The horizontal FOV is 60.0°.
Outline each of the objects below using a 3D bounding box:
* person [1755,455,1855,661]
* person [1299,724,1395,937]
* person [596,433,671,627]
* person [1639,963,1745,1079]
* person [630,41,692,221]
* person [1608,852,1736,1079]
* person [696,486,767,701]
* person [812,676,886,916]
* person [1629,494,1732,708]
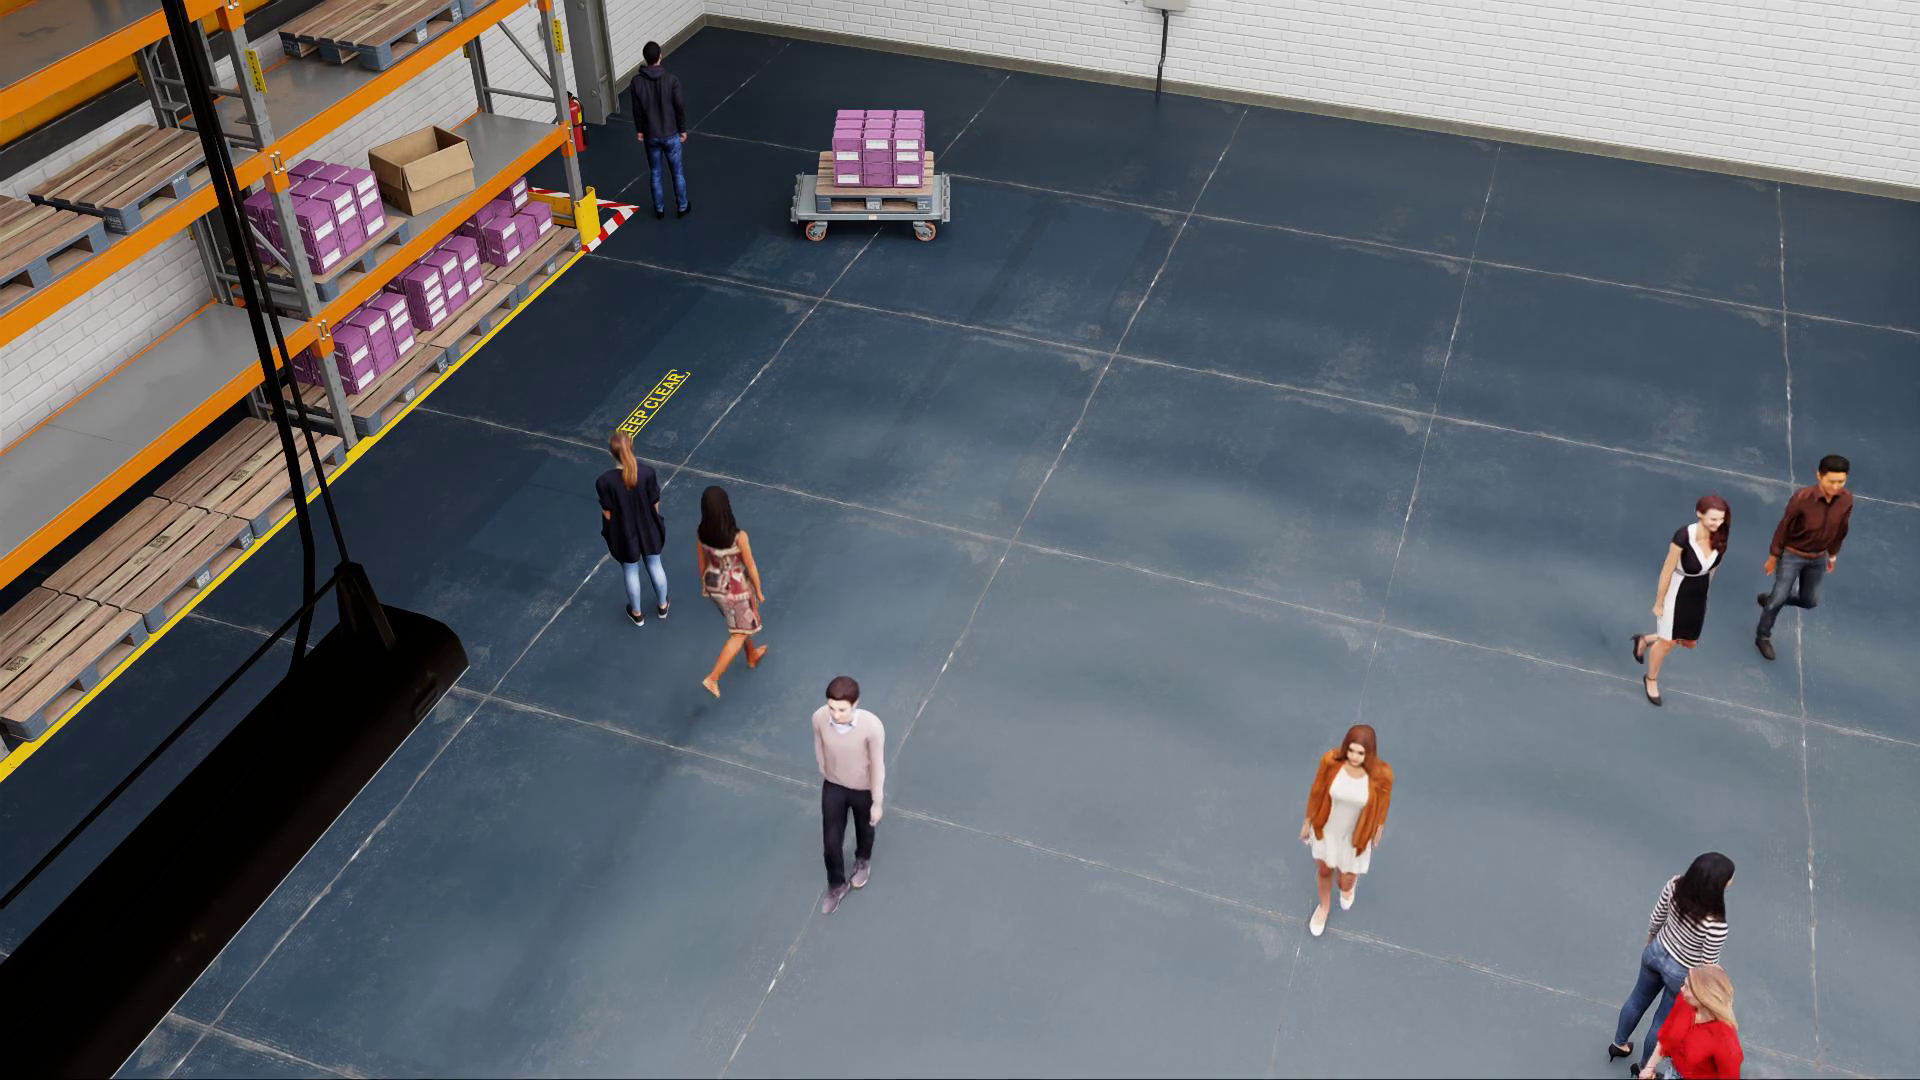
[{"bbox_3d":[6.016,0.062,11.973,0.802,1.767,0.861,-2,39,-2],"label":"person"},{"bbox_3d":[2.317,1.673,10.002,0.635,1.708,0.710,15,41,18],"label":"person"},{"bbox_3d":[-2.389,-0.080,12.216,0.717,1.685,0.761,-13,40,-16],"label":"person"},{"bbox_3d":[3.801,2.836,8.574,0.829,1.673,0.688,-15,41,-17],"label":"person"},{"bbox_3d":[-3.107,-4.230,17.247,0.755,1.892,0.717,-2,39,-2],"label":"person"},{"bbox_3d":[3.893,2.345,9.090,0.702,1.796,0.634,-15,41,-18],"label":"person"},{"bbox_3d":[-1.659,0.404,11.672,0.716,1.607,1.022,21,43,24],"label":"person"},{"bbox_3d":[-0.632,1.455,10.210,0.676,1.789,0.819,8,39,10],"label":"person"},{"bbox_3d":[4.971,0.366,11.579,0.793,1.783,0.862,-11,40,-13],"label":"person"}]
